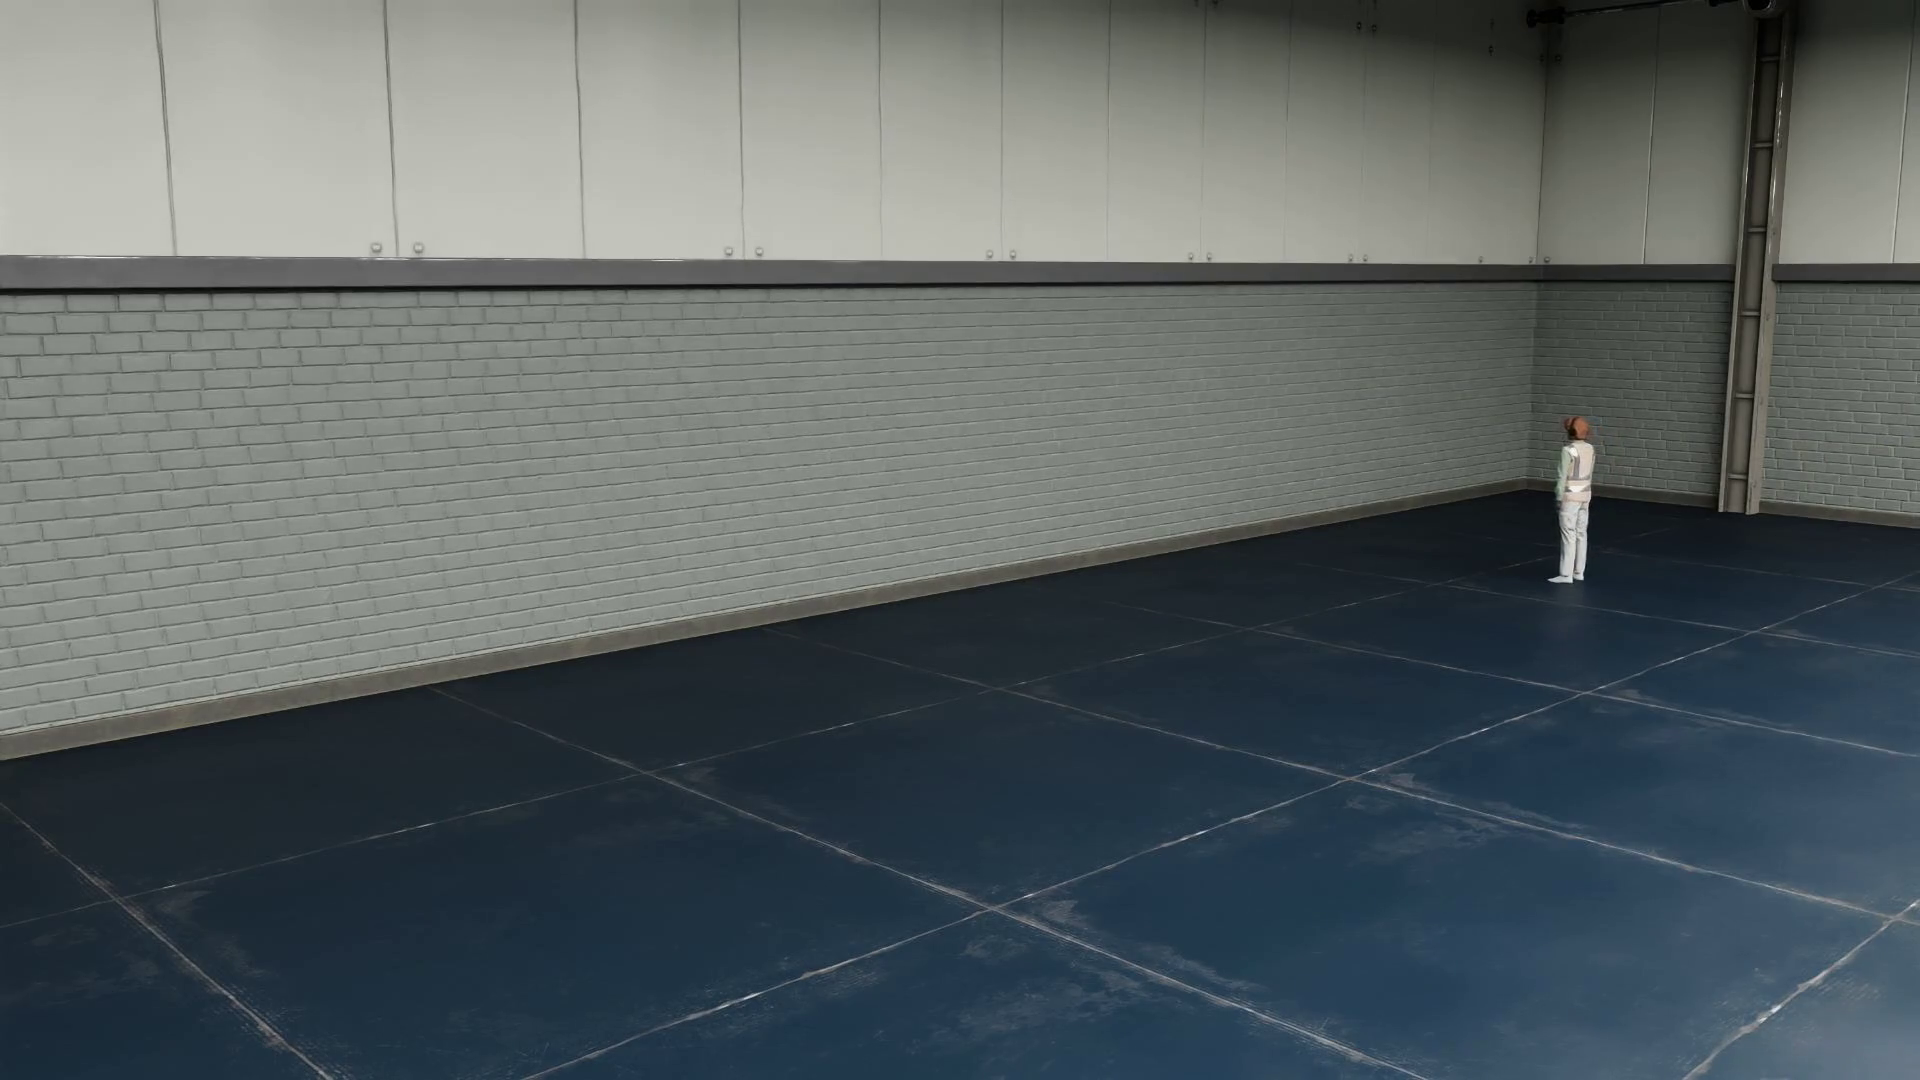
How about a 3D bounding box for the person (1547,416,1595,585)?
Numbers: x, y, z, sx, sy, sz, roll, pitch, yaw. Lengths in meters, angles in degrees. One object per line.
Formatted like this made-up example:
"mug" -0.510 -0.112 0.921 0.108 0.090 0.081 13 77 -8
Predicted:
"person" 5.977 -0.383 16.205 0.519 1.638 0.322 -7 12 -38
